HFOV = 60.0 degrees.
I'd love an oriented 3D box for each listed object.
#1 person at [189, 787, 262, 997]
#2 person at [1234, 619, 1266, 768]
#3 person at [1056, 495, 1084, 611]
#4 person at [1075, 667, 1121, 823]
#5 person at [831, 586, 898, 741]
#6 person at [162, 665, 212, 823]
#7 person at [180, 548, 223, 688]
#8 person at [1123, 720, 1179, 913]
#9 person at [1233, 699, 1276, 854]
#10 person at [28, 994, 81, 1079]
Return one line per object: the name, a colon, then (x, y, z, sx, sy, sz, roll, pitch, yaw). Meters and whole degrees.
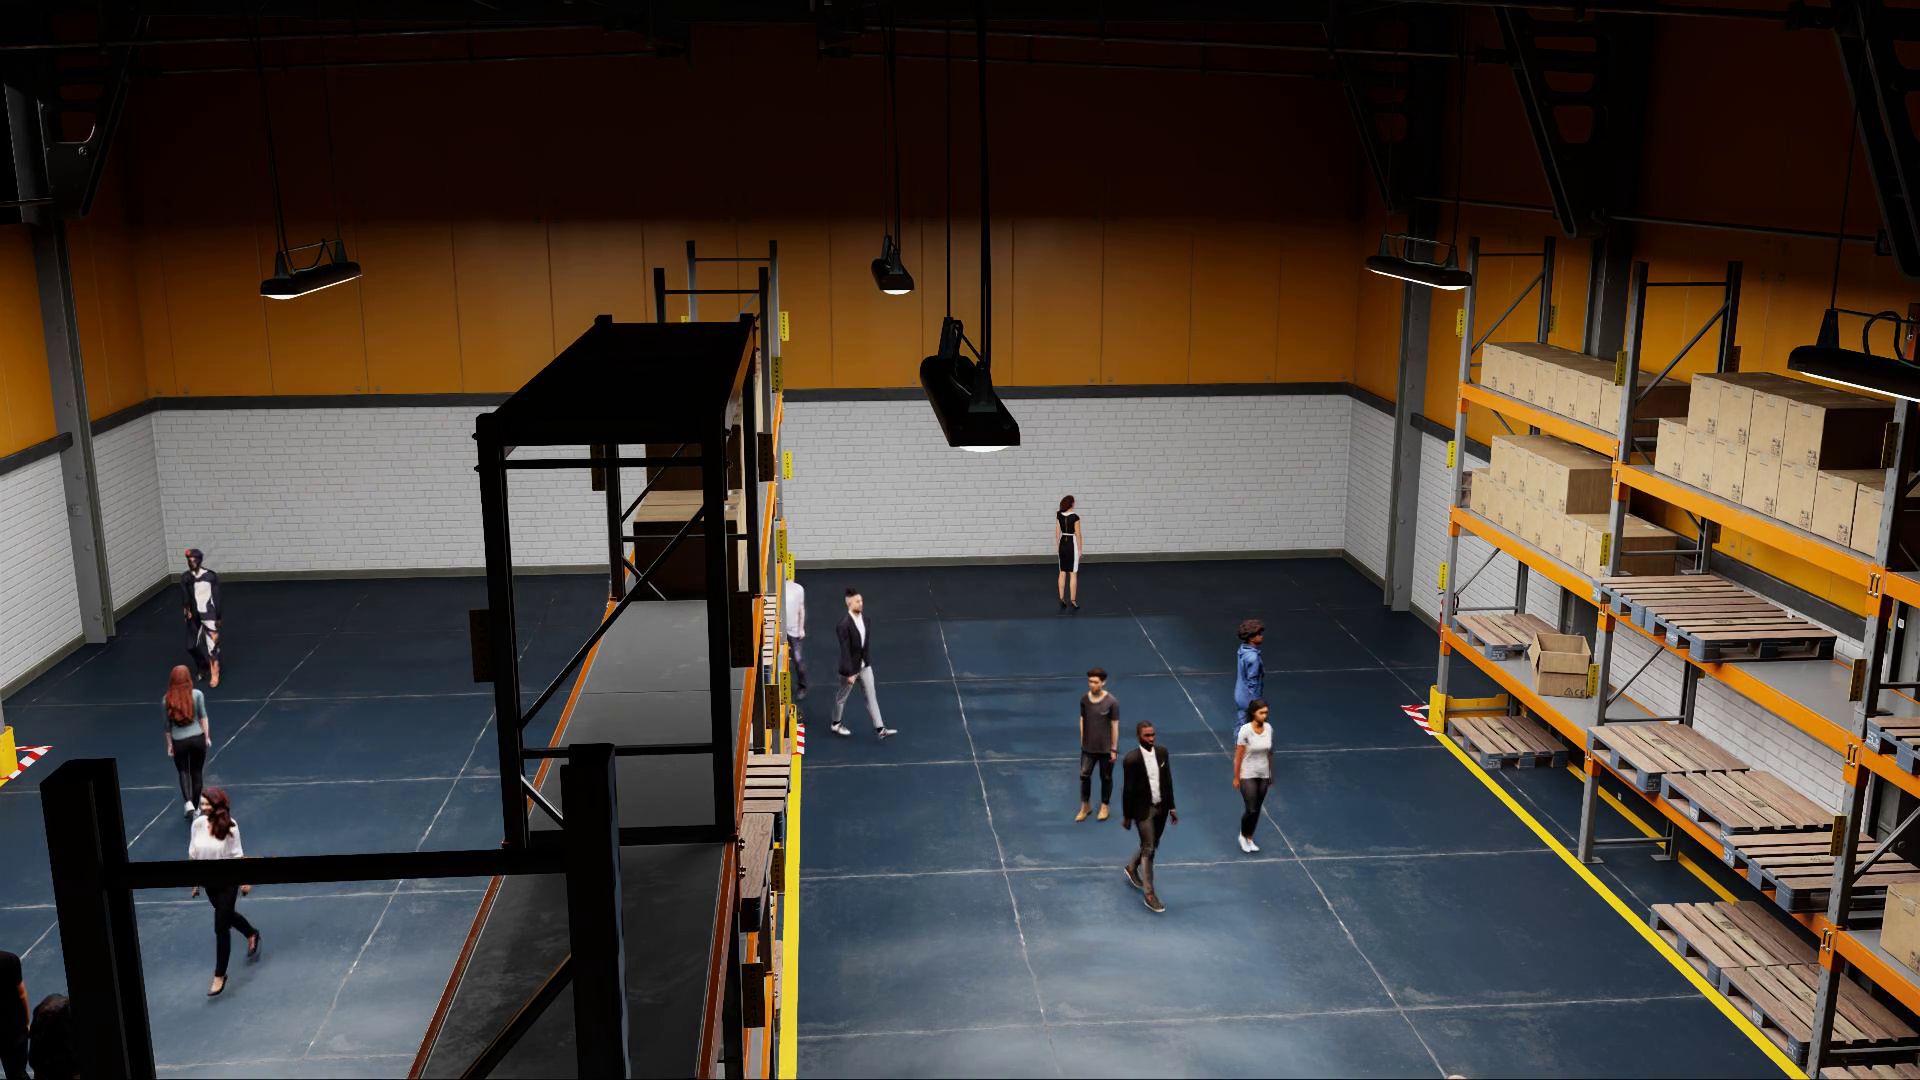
person: (-6.306, 2.946, 14.335, 0.838, 1.756, 1.194, 3, 14, 11)
person: (3.298, 1.781, 19.031, 0.754, 1.811, 0.532, 1, 14, 2)
person: (1.679, 0.184, 25.657, 0.644, 1.796, 0.676, 9, 16, 32)
person: (1.515, 2.149, 17.748, 0.766, 1.698, 0.822, 6, 15, 22)
person: (-1.357, 1.491, 20.040, 1.300, 1.899, 1.229, 11, 18, 39)
person: (-8.137, 2.180, 17.549, 0.713, 1.732, 0.842, -6, 15, -23)
person: (-10.004, 1.006, 22.081, 0.681, 1.880, 0.653, -1, 14, -5)
person: (1.764, 2.567, 15.859, 0.961, 1.775, 1.153, -8, 16, -31)
person: (2.942, 2.380, 16.940, 0.673, 1.630, 0.687, -6, 15, -25)
person: (-5.952, 3.790, 11.125, 0.618, 1.626, 0.628, -5, 14, -19)
